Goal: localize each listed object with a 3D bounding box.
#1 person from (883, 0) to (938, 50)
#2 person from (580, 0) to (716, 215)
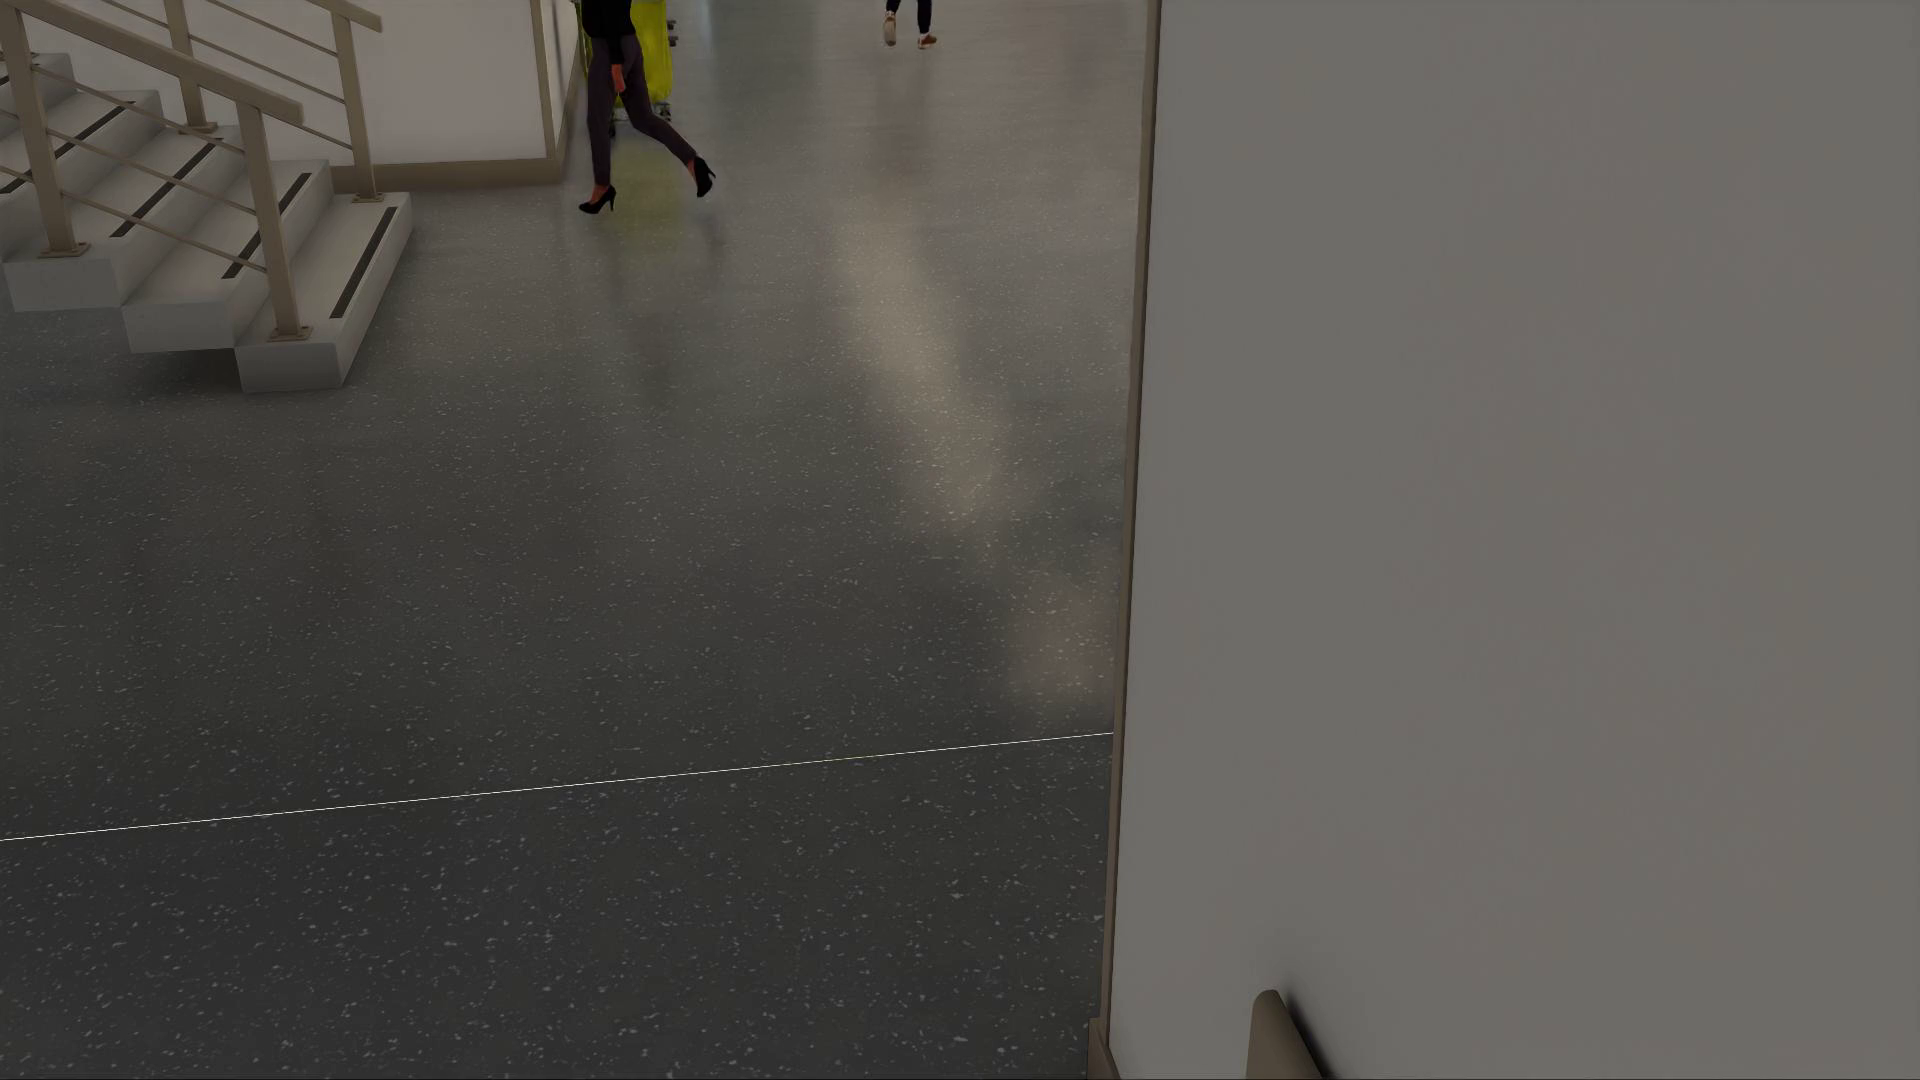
[{"bbox_3d":[-0.423,-5.111,14.124,1.083,1.880,1.023,9,27,18],"label":"person"},{"bbox_3d":[-1.796,-2.607,9.207,1.084,1.642,0.801,3,26,7],"label":"person"}]
